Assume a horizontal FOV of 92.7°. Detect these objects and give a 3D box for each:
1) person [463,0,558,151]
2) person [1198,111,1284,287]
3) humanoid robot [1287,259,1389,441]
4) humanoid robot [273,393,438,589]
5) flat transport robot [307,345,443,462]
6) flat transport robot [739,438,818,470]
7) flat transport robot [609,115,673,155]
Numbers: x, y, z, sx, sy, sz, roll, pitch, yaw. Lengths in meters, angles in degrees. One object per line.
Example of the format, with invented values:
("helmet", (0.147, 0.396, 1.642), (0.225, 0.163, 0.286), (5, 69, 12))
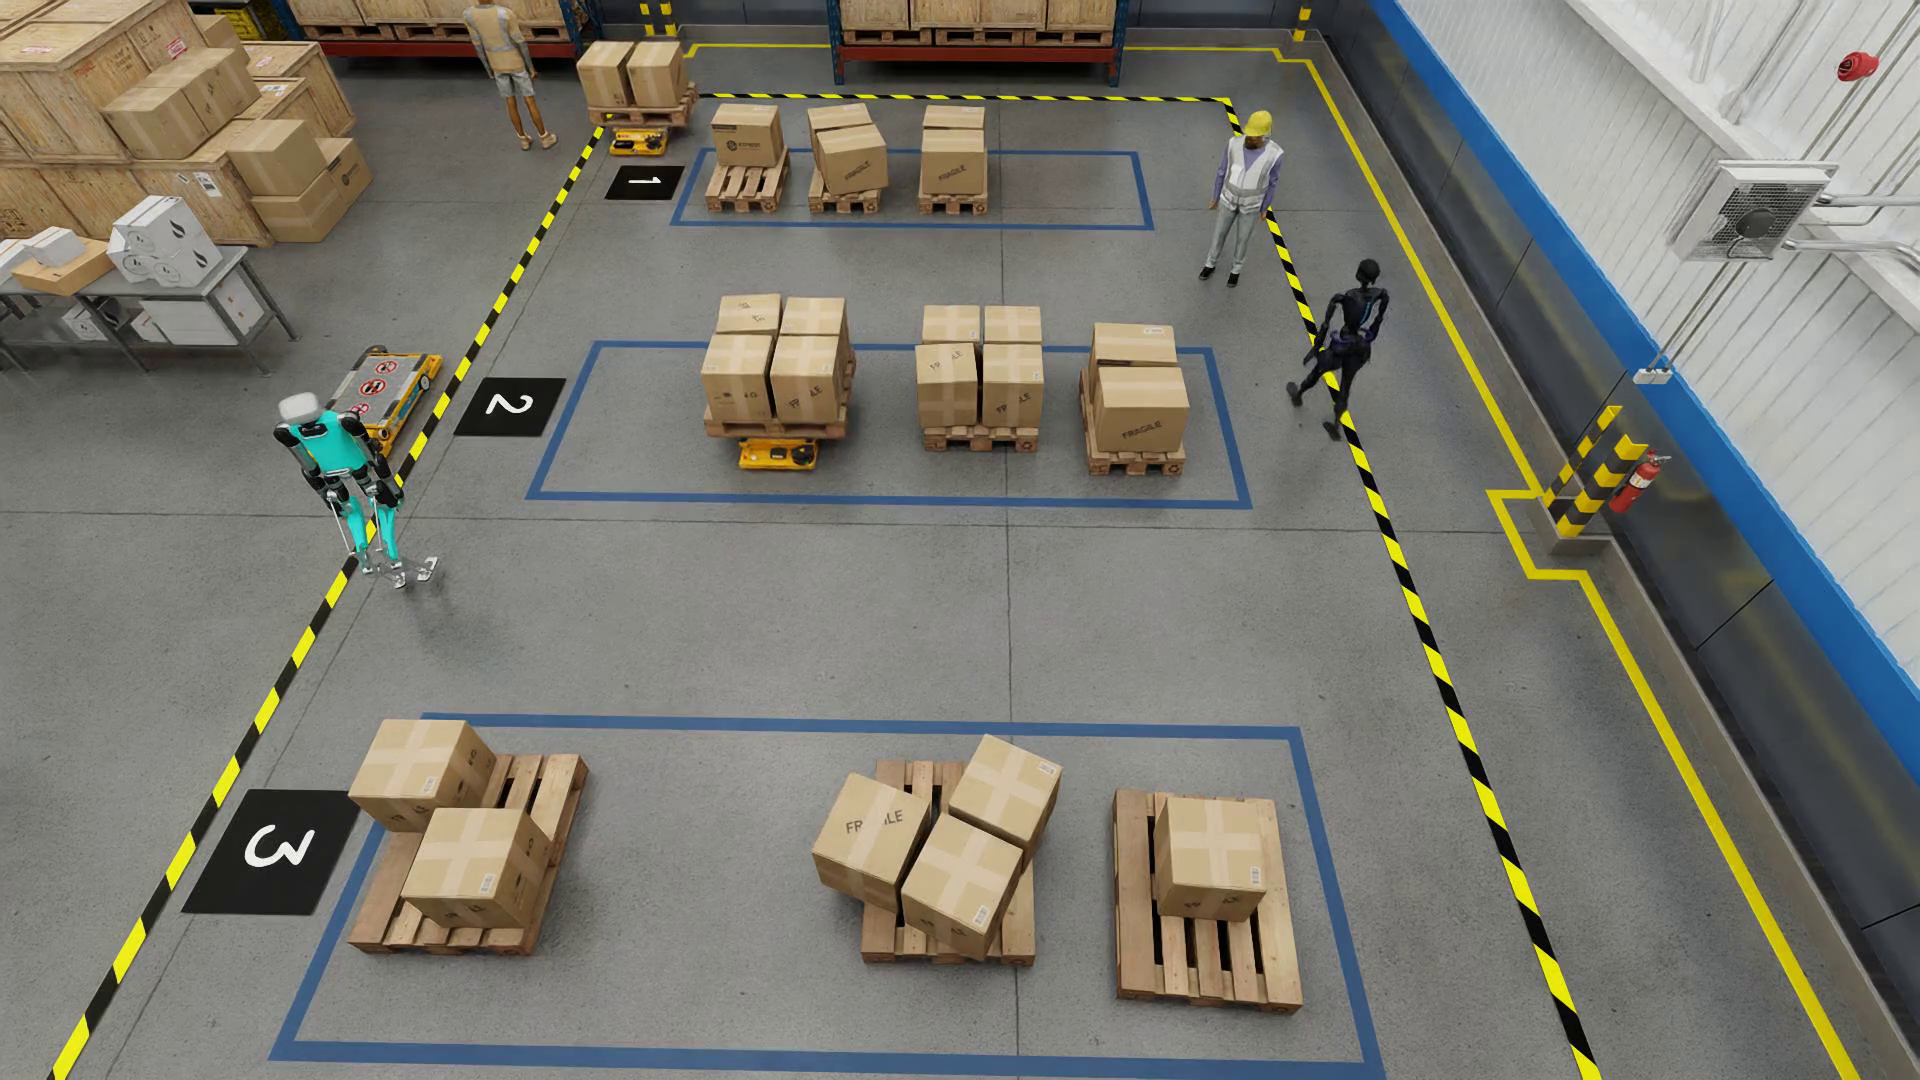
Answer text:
("person", (-5.450, -5.743, 11.063), (0.607, 2.048, 0.366), (-2, 50, -2))
("person", (2.829, -3.415, 9.233), (0.599, 1.827, 0.403), (21, 53, 17))
("humanoid robot", (3.292, -1.679, 7.886), (0.587, 1.621, 0.759), (-8, 50, -7))
("humanoid robot", (-4.274, -0.202, 6.490), (0.533, 1.674, 0.735), (-11, 51, -9))
("flat transport robot", (-5.383, -1.269, 8.441), (0.659, 0.231, 1.431), (1, 50, 1))
("flat transport robot", (-1.583, -1.213, 8.375), (0.652, 0.197, 1.431), (1, 50, 1))
("flat transport robot", (-4.083, -5.468, 11.976), (0.652, 0.197, 1.431), (1, 50, 1))
